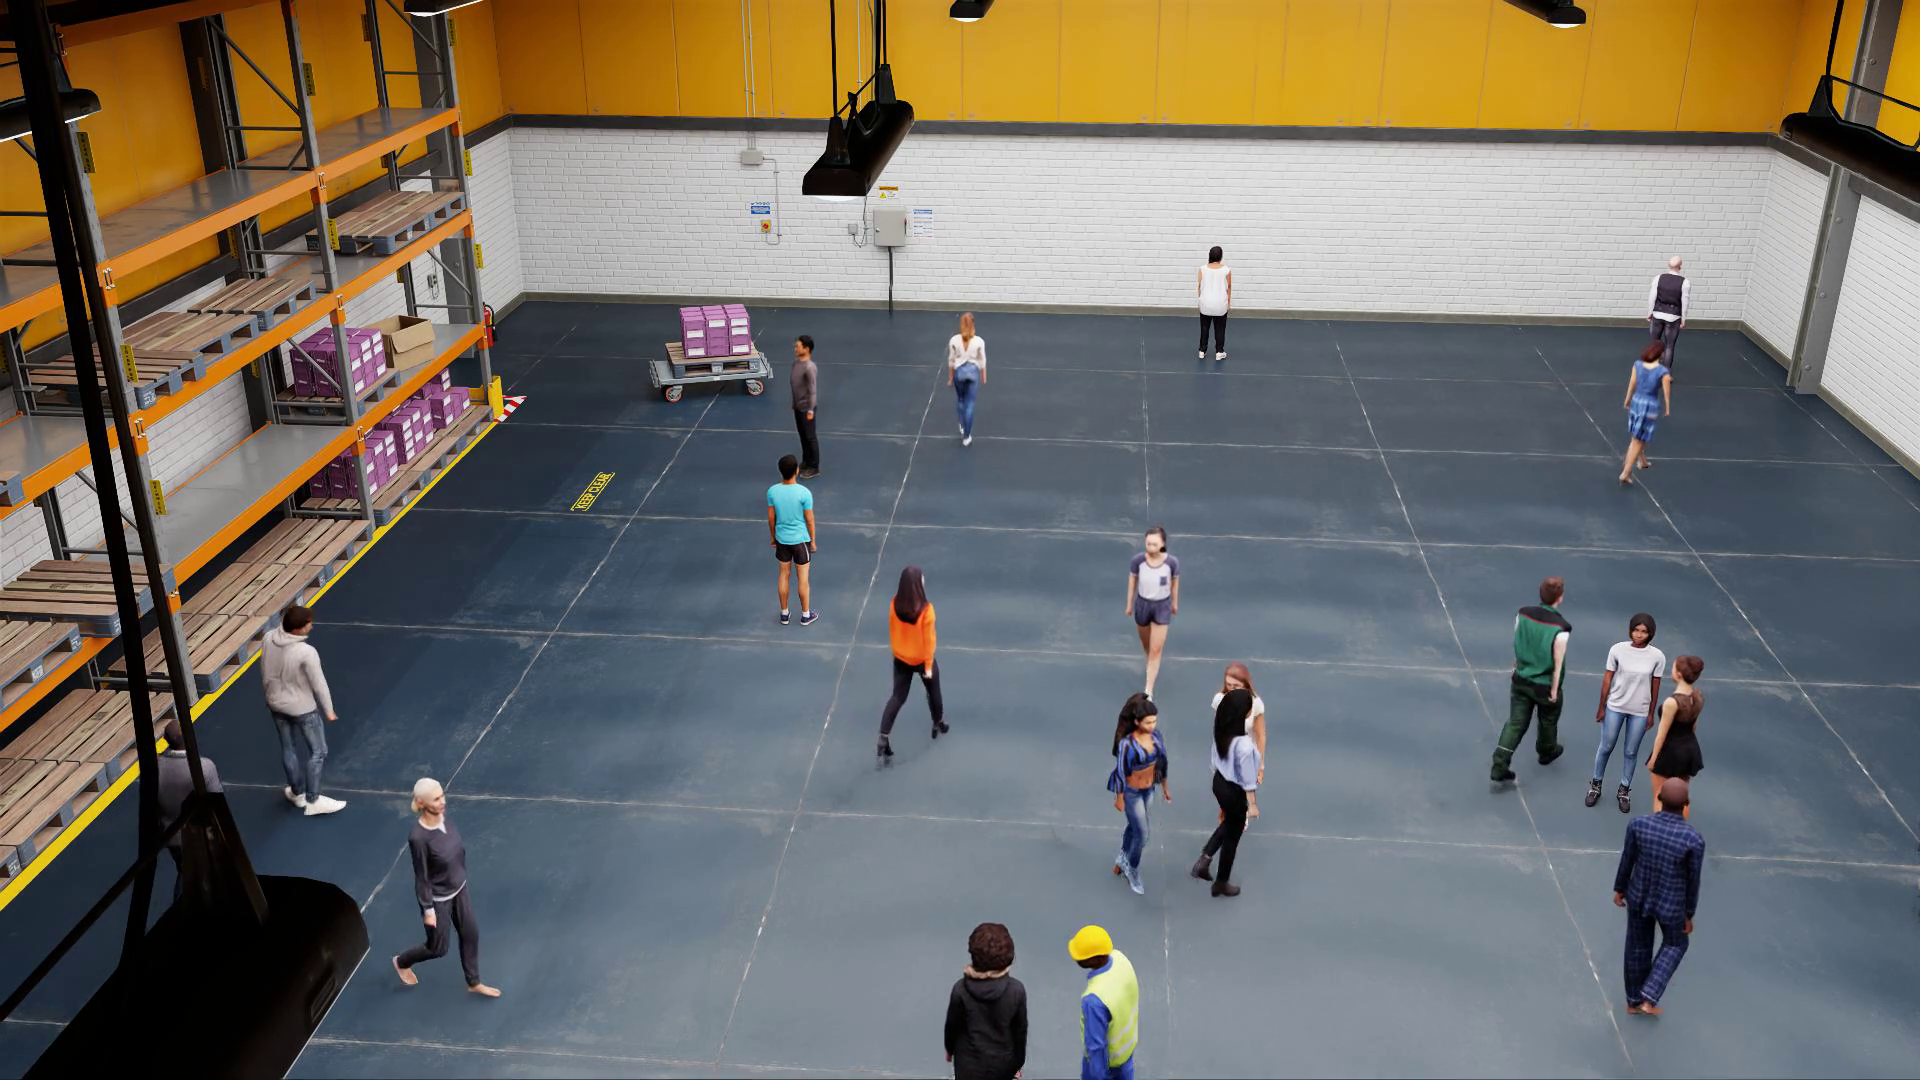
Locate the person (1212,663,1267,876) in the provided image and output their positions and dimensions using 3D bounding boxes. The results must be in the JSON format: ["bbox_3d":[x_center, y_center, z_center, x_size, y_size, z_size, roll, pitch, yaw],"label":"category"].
[{"bbox_3d":[2.161,1.662,12.823,0.772,1.642,1.255,6,24,13],"label":"person"}]

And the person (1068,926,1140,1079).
[{"bbox_3d":[0.911,2.969,9.668,1.015,1.773,1.033,15,28,30],"label":"person"}]

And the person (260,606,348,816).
[{"bbox_3d":[-5.401,1.342,13.345,0.852,1.810,0.664,0,24,-1],"label":"person"}]

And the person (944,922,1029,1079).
[{"bbox_3d":[0.161,3.033,9.551,0.805,1.750,1.171,-4,24,-8],"label":"person"}]

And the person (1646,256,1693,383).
[{"bbox_3d":[9.986,-3.119,23.534,0.781,1.823,0.768,15,28,31],"label":"person"}]

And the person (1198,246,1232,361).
[{"bbox_3d":[3.759,-3.526,24.635,0.731,1.687,0.714,10,25,21],"label":"person"}]

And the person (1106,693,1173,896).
[{"bbox_3d":[1.275,1.856,12.423,0.746,1.605,0.811,-21,31,-39],"label":"person"}]

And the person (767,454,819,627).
[{"bbox_3d":[-1.659,0.002,16.452,0.641,1.775,0.546,5,24,11],"label":"person"}]

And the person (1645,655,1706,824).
[{"bbox_3d":[5.511,1.657,12.799,0.705,1.669,0.748,-13,27,-28],"label":"person"}]

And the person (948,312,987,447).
[{"bbox_3d":[0.075,-2.029,21.190,0.672,1.702,0.890,4,24,9],"label":"person"}]

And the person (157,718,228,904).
[{"bbox_3d":[-5.403,2.102,11.614,0.786,1.803,0.927,0,24,0],"label":"person"}]

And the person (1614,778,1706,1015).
[{"bbox_3d":[4.575,2.399,10.927,0.811,1.810,0.828,15,28,31],"label":"person"}]

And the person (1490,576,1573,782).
[{"bbox_3d":[4.690,1.191,13.708,1.214,1.795,1.140,-18,30,-36],"label":"person"}]

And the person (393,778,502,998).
[{"bbox_3d":[-3.546,2.346,11.181,0.789,1.704,0.948,6,24,14],"label":"person"}]

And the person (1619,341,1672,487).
[{"bbox_3d":[8.103,-1.476,19.838,1.075,1.772,1.053,-15,28,-31],"label":"person"}]

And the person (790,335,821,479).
[{"bbox_3d":[-1.866,-1.628,20.190,0.778,1.768,0.666,7,25,16],"label":"person"}]

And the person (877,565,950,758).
[{"bbox_3d":[-0.457,1.066,14.099,0.994,1.711,1.203,16,28,32],"label":"person"}]

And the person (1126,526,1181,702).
[{"bbox_3d":[1.777,0.628,15.235,0.752,1.604,1.090,6,24,13],"label":"person"}]

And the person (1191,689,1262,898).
[{"bbox_3d":[1.905,1.889,12.184,0.817,1.737,0.727,-7,25,-16],"label":"person"}]

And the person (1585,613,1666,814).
[{"bbox_3d":[5.365,1.375,13.381,0.642,1.719,0.609,9,25,19],"label":"person"}]
